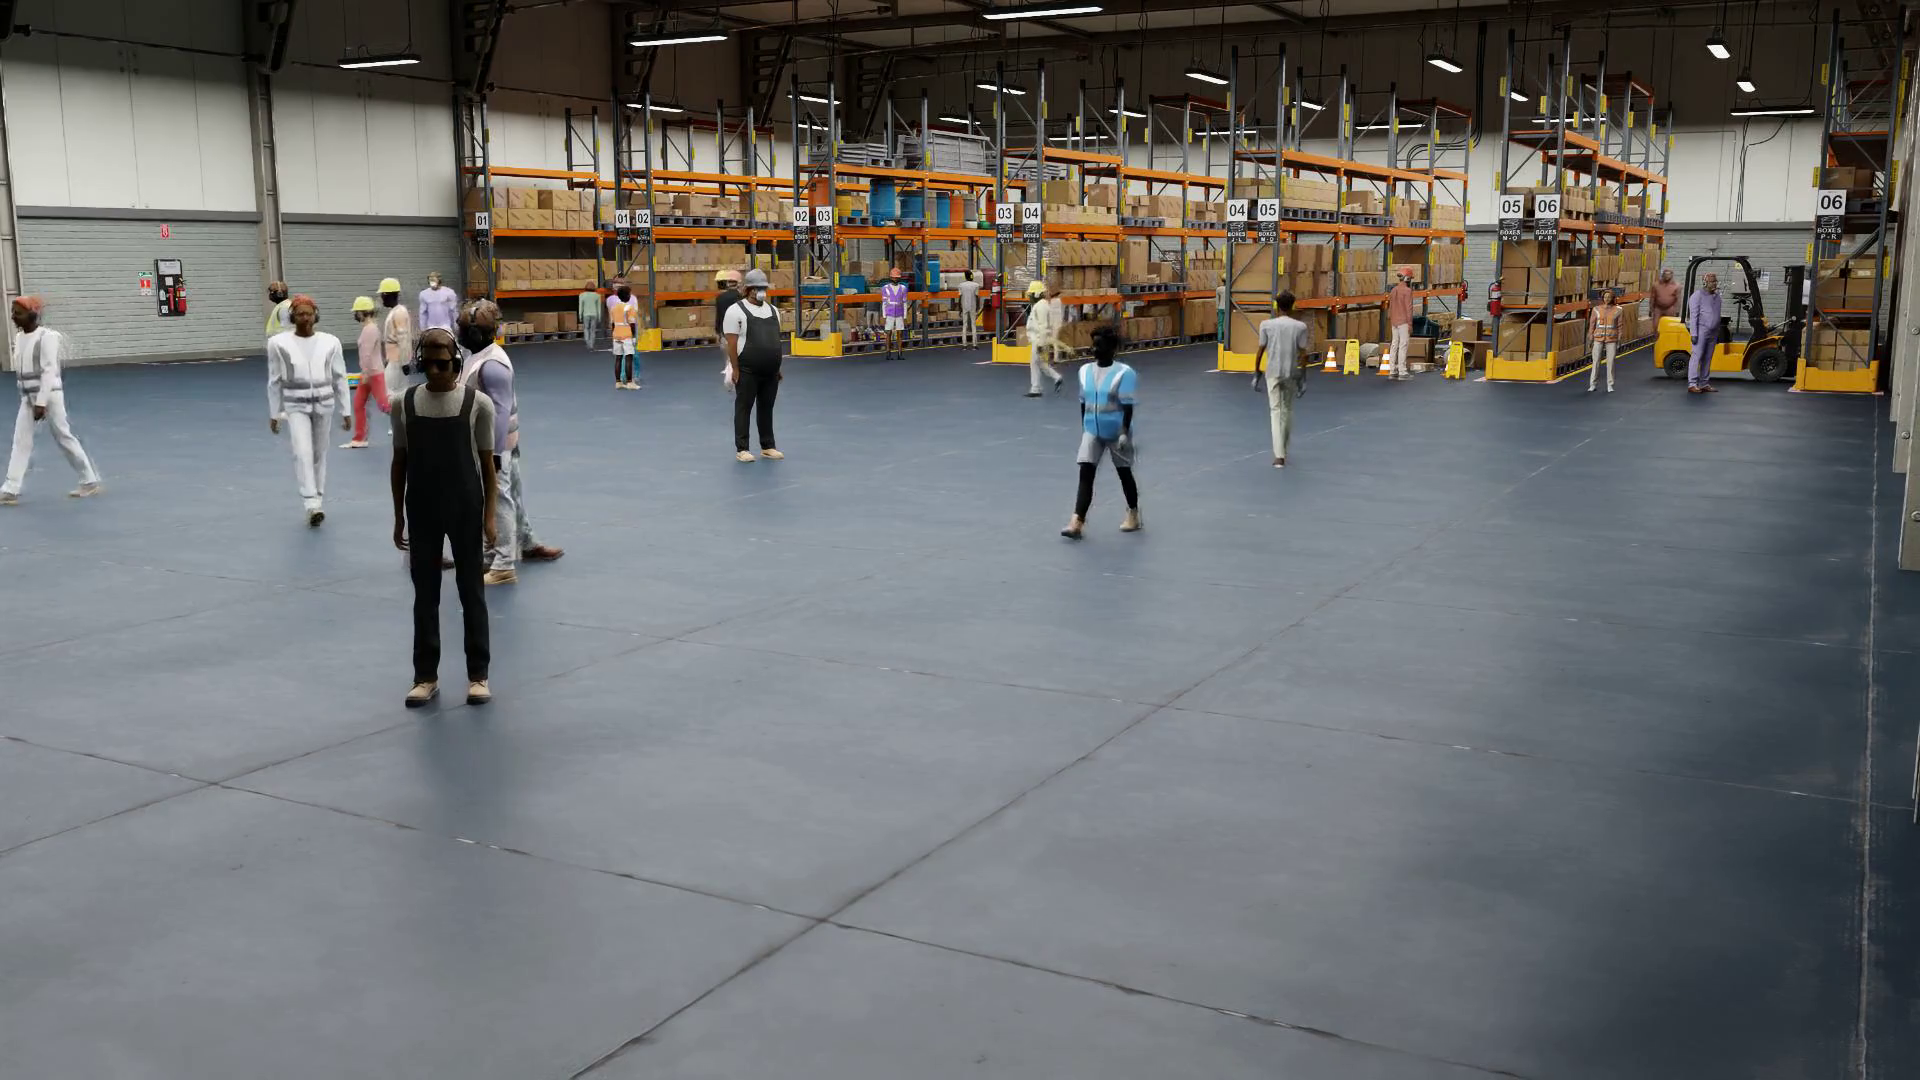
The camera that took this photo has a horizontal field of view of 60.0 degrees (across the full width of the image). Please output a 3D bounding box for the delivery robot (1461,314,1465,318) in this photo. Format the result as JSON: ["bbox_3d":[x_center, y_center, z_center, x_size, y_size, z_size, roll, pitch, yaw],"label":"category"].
[{"bbox_3d":[13.952,-6.016,46.129,0.477,0.478,0.707,-2,10,-10],"label":"delivery robot"}]

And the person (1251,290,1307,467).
[{"bbox_3d":[3.342,-1.698,17.435,0.515,1.822,0.969,0,10,-1],"label":"person"}]

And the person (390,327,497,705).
[{"bbox_3d":[-2.499,-0.111,8.078,0.506,1.842,0.346,-1,10,-7],"label":"person"}]

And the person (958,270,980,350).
[{"bbox_3d":[0.207,-5.355,38.714,0.520,1.864,0.333,2,10,10],"label":"person"}]

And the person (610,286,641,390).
[{"bbox_3d":[-5.467,-3.289,27.099,0.536,1.696,0.322,7,12,37],"label":"person"}]

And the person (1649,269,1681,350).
[{"bbox_3d":[16.126,-5.252,38.079,0.680,1.864,0.936,5,11,26],"label":"person"}]

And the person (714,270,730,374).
[{"bbox_3d":[-4.338,-4.016,30.732,0.507,1.909,0.590,-4,10,-22],"label":"person"}]

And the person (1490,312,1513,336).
[{"bbox_3d":[14.782,-6.447,45.013,0.793,1.891,0.603,5,11,25],"label":"person"}]

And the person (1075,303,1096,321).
[{"bbox_3d":[3.245,-6.196,43.182,0.487,2.011,0.659,-8,13,-40],"label":"person"}]

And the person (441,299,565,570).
[{"bbox_3d":[-3.367,-0.734,11.609,1.034,1.890,0.628,-2,10,-14],"label":"person"}]

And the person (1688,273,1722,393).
[{"bbox_3d":[11.908,-3.297,26.535,0.643,1.908,0.408,-5,11,-28],"label":"person"}]

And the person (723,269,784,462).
[{"bbox_3d":[-2.139,-1.859,17.726,0.682,2.000,0.538,-9,13,-43],"label":"person"}]

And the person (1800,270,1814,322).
[{"bbox_3d":[21.463,-5.921,42.013,0.609,1.865,0.999,9,13,41],"label":"person"}]

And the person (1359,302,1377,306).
[{"bbox_3d":[11.064,-6.470,45.060,0.569,1.922,0.407,7,12,37],"label":"person"}]

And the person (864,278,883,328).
[{"bbox_3d":[-2.117,-5.562,40.594,0.509,1.632,0.265,3,10,20],"label":"person"}]

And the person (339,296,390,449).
[{"bbox_3d":[-6.604,-1.899,18.866,0.834,1.729,0.519,-5,11,-27],"label":"person"}]

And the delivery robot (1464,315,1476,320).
[{"bbox_3d":[13.856,-5.916,45.546,0.707,0.478,0.477,-2,10,-10],"label":"delivery robot"}]

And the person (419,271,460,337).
[{"bbox_3d":[-8.898,-3.620,28.372,0.663,1.920,0.464,1,10,4],"label":"person"}]

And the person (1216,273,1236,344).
[{"bbox_3d":[6.424,-5.558,40.173,0.525,1.772,0.306,6,11,30],"label":"person"}]

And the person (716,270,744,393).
[{"bbox_3d":[-3.633,-3.342,26.650,0.627,1.966,0.928,3,10,19],"label":"person"}]

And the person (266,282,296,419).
[{"bbox_3d":[-9.086,-2.544,22.345,0.428,1.836,0.625,-4,10,-22],"label":"person"}]

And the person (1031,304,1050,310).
[{"bbox_3d":[1.907,-5.213,37.707,0.623,1.932,0.370,0,10,1],"label":"person"}]

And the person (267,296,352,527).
[{"bbox_3d":[-5.211,-1.026,13.412,0.606,1.841,0.923,-6,12,-33],"label":"person"}]

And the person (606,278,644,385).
[{"bbox_3d":[-5.683,-3.561,28.362,0.633,1.809,0.798,2,10,13],"label":"person"}]

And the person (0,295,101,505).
[{"bbox_3d":[-8.144,-1.238,14.715,0.581,1.837,0.986,5,11,27],"label":"person"}]

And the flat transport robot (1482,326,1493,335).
[{"bbox_3d":[14.759,-5.755,45.705,0.652,0.197,1.431,4,11,22],"label":"flat transport robot"}]

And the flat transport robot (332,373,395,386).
[{"bbox_3d":[-10.123,-2.634,27.435,1.431,0.197,0.652,-6,12,-33],"label":"flat transport robot"}]

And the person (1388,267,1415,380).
[{"bbox_3d":[7.811,-3.818,29.344,0.391,1.989,0.611,-3,10,-19],"label":"person"}]

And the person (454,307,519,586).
[{"bbox_3d":[-3.155,-0.617,11.048,0.430,1.841,0.624,-5,11,-26],"label":"person"}]

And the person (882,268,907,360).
[{"bbox_3d":[-1.361,-4.722,34.836,0.540,1.929,0.391,-2,10,-12],"label":"person"}]

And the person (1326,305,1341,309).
[{"bbox_3d":[9.346,-5.683,41.322,0.513,1.630,0.318,3,10,15],"label":"person"}]

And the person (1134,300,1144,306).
[{"bbox_3d":[5.575,-7.379,50.849,0.533,1.765,0.330,0,10,1],"label":"person"}]

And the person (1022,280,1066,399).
[{"bbox_3d":[1.276,-3.053,25.400,0.589,1.809,0.607,0,10,3],"label":"person"}]

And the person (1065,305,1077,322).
[{"bbox_3d":[3.029,-6.252,44.010,0.500,1.856,0.336,0,10,-1],"label":"person"}]

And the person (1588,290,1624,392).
[{"bbox_3d":[10.374,-3.197,26.731,0.514,1.641,0.309,4,11,25],"label":"person"}]

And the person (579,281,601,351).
[{"bbox_3d":[-8.477,-5.132,38.129,0.509,1.610,0.354,-3,10,-15],"label":"person"}]

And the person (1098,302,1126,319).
[{"bbox_3d":[3.903,-6.005,42.785,0.607,1.764,0.971,9,14,44],"label":"person"}]

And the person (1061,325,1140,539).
[{"bbox_3d":[1.133,-0.842,12.921,0.547,1.643,0.914,7,12,35],"label":"person"}]

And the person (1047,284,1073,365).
[{"bbox_3d":[1.994,-4.307,33.287,0.484,1.611,0.545,-1,10,-8],"label":"person"}]

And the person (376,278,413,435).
[{"bbox_3d":[-6.859,-2.210,20.151,0.504,1.905,0.601,-3,10,-17],"label":"person"}]
